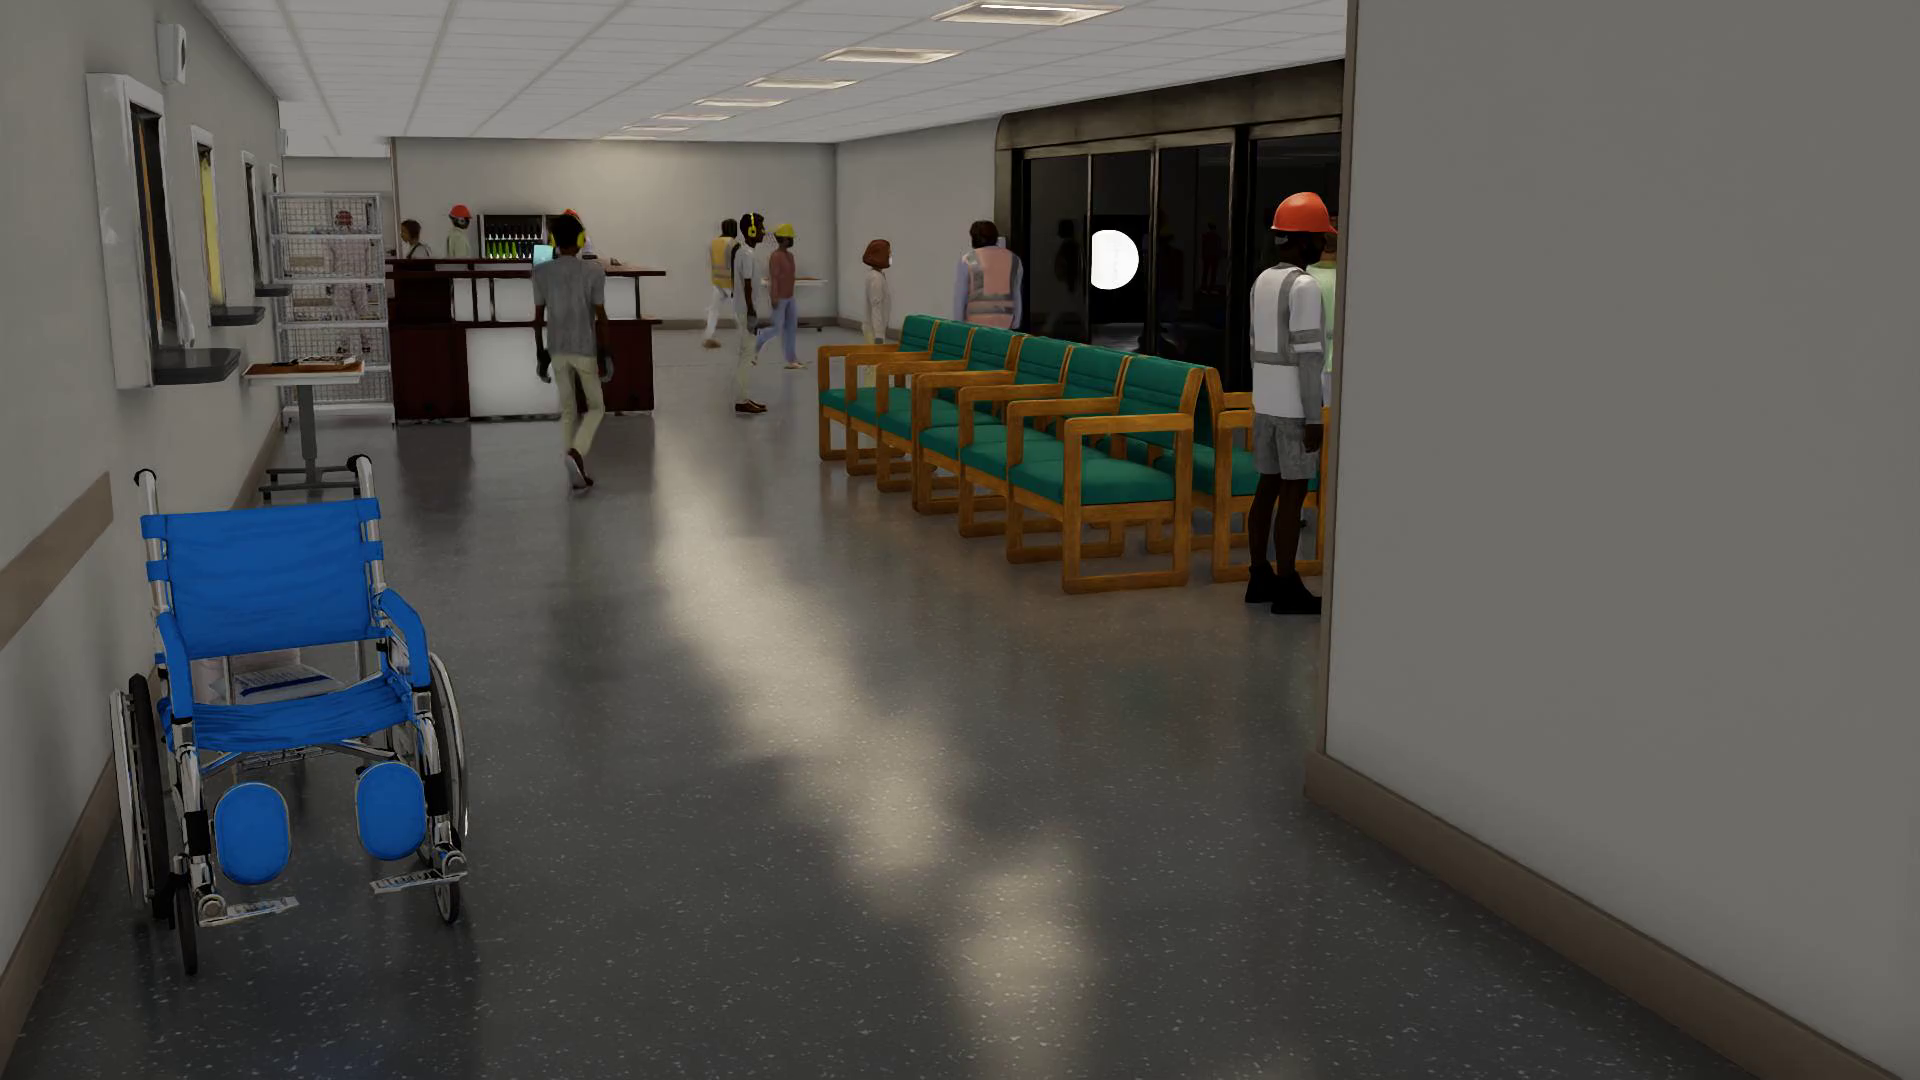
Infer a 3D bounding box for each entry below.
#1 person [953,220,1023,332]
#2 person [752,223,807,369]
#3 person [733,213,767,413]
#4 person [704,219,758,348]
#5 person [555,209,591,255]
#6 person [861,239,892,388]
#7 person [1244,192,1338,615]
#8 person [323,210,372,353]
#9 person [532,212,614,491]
[{"bbox_3d":[0.274,-1.910,14.709,0.652,1.819,0.871,-5,12,-24],"label":"person"},{"bbox_3d":[-2.199,-2.923,19.999,0.648,1.753,0.531,5,12,23],"label":"person"},{"bbox_3d":[-1.974,-2.121,15.599,0.331,1.862,0.506,-2,11,-10],"label":"person"},{"bbox_3d":[-3.252,-3.591,23.348,0.627,1.796,0.967,8,14,36],"label":"person"},{"bbox_3d":[-5.443,-3.670,23.372,0.545,1.929,0.390,2,11,11],"label":"person"},{"bbox_3d":[-0.720,-1.803,14.543,0.283,1.633,0.501,-1,11,-3],"label":"person"},{"bbox_3d":[1.541,-0.624,7.713,0.360,1.938,0.546,-3,12,-17],"label":"person"},{"bbox_3d":[-8.243,-3.472,22.408,0.639,1.909,0.409,-9,14,-39],"label":"person"},{"bbox_3d":[-2.557,-1.221,10.984,0.542,1.856,0.529,1,11,4],"label":"person"}]
